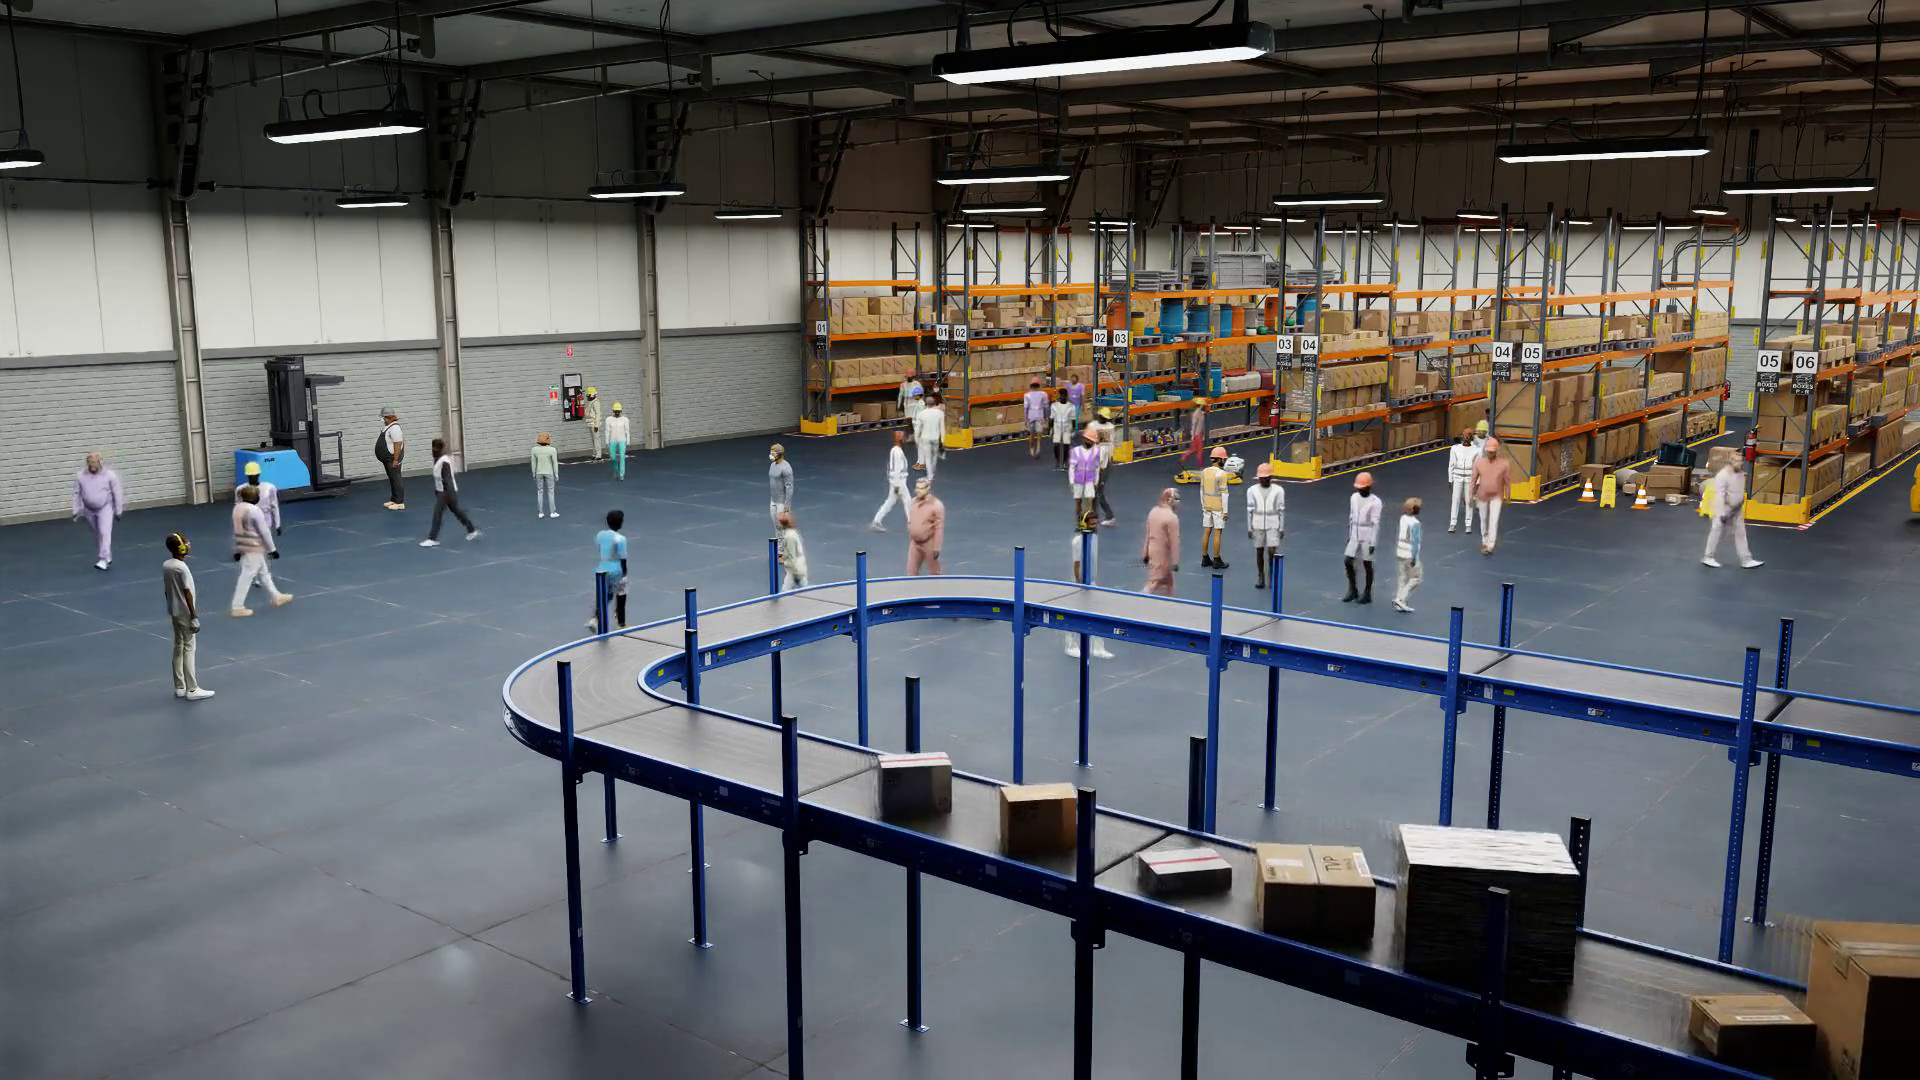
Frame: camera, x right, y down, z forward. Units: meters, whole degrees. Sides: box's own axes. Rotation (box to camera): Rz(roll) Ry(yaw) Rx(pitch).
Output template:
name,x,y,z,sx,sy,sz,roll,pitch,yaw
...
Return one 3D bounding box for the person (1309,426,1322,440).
name,x,y,z,sx,sy,sz,roll,pitch,yaw
person,8.930,-3.012,39.158,0.508,1.872,0.329,9,13,41

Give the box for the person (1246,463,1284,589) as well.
name,x,y,z,sx,sy,sz,roll,pitch,yaw
person,4.535,-0.207,23.285,0.557,1.902,0.566,3,11,17

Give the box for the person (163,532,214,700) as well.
name,x,y,z,sx,sy,sz,roll,pitch,yaw
person,-8.661,0.838,17.476,0.513,1.877,0.328,7,12,36

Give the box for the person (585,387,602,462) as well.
name,x,y,z,sx,sy,sz,roll,pitch,yaw
person,-8.963,-2.830,38.234,0.403,1.831,0.597,-5,11,-25

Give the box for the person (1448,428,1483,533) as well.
name,x,y,z,sx,sy,sz,roll,pitch,yaw
person,9.095,-1.073,28.210,0.573,1.882,0.356,4,11,22

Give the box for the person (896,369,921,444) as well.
name,x,y,z,sx,sy,sz,roll,pitch,yaw
person,-1.402,-3.581,42.004,0.671,1.996,0.799,7,12,33

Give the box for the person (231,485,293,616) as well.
name,x,y,z,sx,sy,sz,roll,pitch,yaw
person,-9.761,0.131,21.705,0.628,1.792,0.974,9,13,41

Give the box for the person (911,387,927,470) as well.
name,x,y,z,sx,sy,sz,roll,pitch,yaw
person,-0.950,-2.636,36.819,0.386,1.948,0.602,-2,10,-9

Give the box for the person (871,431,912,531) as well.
name,x,y,z,sx,sy,sz,roll,pitch,yaw
person,-1.153,-1.060,28.270,0.977,1.842,0.592,-2,10,-10

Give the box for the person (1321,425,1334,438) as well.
name,x,y,z,sx,sy,sz,roll,pitch,yaw
person,10.138,-3.711,43.169,0.626,1.845,0.429,9,13,41

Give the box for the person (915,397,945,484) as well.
name,x,y,z,sx,sy,sz,roll,pitch,yaw
person,-0.694,-2.223,34.625,0.656,1.896,0.957,-3,10,-14

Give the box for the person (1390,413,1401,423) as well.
name,x,y,z,sx,sy,sz,roll,pitch,yaw
person,13.159,-4.267,46.895,0.351,1.630,0.539,-4,11,-22

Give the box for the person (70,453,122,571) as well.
name,x,y,z,sx,sy,sz,roll,pitch,yaw
person,-13.692,-0.450,24.800,0.660,1.852,1.010,-1,10,-5

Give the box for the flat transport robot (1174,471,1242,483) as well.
name,x,y,z,sx,sy,sz,roll,pitch,yaw
flat transport robot,5.508,-1.405,34.730,1.431,0.197,0.652,1,10,3

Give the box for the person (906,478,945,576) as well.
name,x,y,z,sx,sy,sz,roll,pitch,yaw
person,-0.563,0.085,21.713,0.674,1.863,0.932,8,13,37

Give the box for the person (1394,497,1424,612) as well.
name,x,y,z,sx,sy,sz,roll,pitch,yaw
person,6.243,0.217,21.682,0.363,1.626,0.520,-2,10,-10

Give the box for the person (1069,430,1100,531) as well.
name,x,y,z,sx,sy,sz,roll,pitch,yaw
person,2.238,-1.040,28.053,0.592,1.857,0.993,-1,10,-4

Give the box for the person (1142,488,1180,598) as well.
name,x,y,z,sx,sy,sz,roll,pitch,yaw
person,2.674,0.213,21.091,0.941,1.855,0.675,-3,10,-15

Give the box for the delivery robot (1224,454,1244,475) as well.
name,x,y,z,sx,sy,sz,roll,pitch,yaw
delivery robot,6.195,-1.701,35.331,0.477,0.478,0.707,4,11,20

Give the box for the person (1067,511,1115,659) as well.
name,x,y,z,sx,sy,sz,roll,pitch,yaw
person,1.618,0.559,19.138,0.784,1.840,0.564,10,14,43

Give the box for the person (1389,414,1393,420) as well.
name,x,y,z,sx,sy,sz,roll,pitch,yaw
person,13.258,-4.649,48.181,0.656,1.941,1.027,8,13,39

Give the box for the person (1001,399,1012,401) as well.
name,x,y,z,sx,sy,sz,roll,pitch,yaw
person,1.405,-4.517,47.433,0.627,1.940,0.372,10,14,44

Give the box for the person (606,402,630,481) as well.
name,x,y,z,sx,sy,sz,roll,pitch,yaw
person,-7.625,-2.199,34.890,0.540,1.750,0.368,-1,10,-7

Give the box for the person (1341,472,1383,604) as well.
name,x,y,z,sx,sy,sz,roll,pitch,yaw
person,5.699,-0.028,22.237,0.629,1.908,0.576,-7,12,-36

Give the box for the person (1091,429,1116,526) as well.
name,x,y,z,sx,sy,sz,roll,pitch,yaw
person,2.581,-1.152,28.839,0.637,1.817,0.515,-2,10,-10

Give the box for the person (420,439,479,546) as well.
name,x,y,z,sx,sy,sz,roll,pitch,yaw
person,-8.865,-0.850,27.085,1.004,1.859,0.662,-6,11,-28

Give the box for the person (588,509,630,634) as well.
name,x,y,z,sx,sy,sz,roll,pitch,yaw
person,-4.512,0.429,20.306,0.542,1.675,0.553,8,13,37

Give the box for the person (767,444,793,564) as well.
name,x,y,z,sx,sy,sz,roll,pitch,yaw
person,-2.917,-0.600,25.383,0.354,1.937,0.635,-6,12,-31

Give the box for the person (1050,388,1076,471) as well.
name,x,y,z,sx,sy,sz,roll,pitch,yaw
person,2.376,-2.547,36.303,0.629,1.946,0.660,2,10,11

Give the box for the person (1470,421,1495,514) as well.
name,x,y,z,sx,sy,sz,roll,pitch,yaw
person,10.081,-1.415,30.346,0.588,1.812,0.417,1,10,3

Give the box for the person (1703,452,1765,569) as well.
name,x,y,z,sx,sy,sz,roll,pitch,yaw
person,12.275,-0.451,24.759,0.671,1.863,0.958,-5,11,-27

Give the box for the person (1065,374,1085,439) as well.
name,x,y,z,sx,sy,sz,roll,pitch,yaw
person,3.139,-3.695,43.232,0.588,1.791,0.988,6,12,31

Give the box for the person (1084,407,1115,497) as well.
name,x,y,z,sx,sy,sz,roll,pitch,yaw
person,2.894,-1.829,32.467,0.647,1.878,0.499,2,10,13

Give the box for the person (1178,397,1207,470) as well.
name,x,y,z,sx,sy,sz,roll,pitch,yaw
person,5.469,-2.478,36.519,0.758,1.728,0.524,5,11,26

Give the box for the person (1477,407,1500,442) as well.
name,x,y,z,sx,sy,sz,roll,pitch,yaw
person,11.633,-2.087,34.454,0.549,1.681,0.361,7,12,35

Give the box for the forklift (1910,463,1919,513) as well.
name,x,y,z,sx,sy,sz,roll,pitch,yaw
forklift,19.034,-1.348,28.998,2.313,2.155,1.214,8,13,37

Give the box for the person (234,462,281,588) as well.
name,x,y,z,sx,sy,sz,roll,pitch,yaw
person,-10.575,-0.237,23.517,0.608,1.873,1.018,-2,10,-9

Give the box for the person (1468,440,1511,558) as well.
name,x,y,z,sx,sy,sz,roll,pitch,yaw
person,8.791,-0.710,26.012,0.657,1.934,1.056,5,11,26

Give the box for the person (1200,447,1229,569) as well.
name,x,y,z,sx,sy,sz,roll,pitch,yaw
person,4.088,-0.525,24.972,0.368,1.932,0.551,-7,12,-35

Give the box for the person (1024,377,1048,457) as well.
name,x,y,z,sx,sy,sz,roll,pitch,yaw
person,1.887,-3.059,39.037,0.608,2.018,0.856,1,10,3

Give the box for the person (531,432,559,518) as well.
name,x,y,z,sx,sy,sz,roll,pitch,yaw
person,-7.912,-1.241,29.850,0.509,1.631,0.271,1,10,3

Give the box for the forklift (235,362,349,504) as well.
name,x,y,z,sx,sy,sz,roll,pitch,yaw
forklift,-13.803,-2.244,32.110,1.129,2.768,1.873,8,13,37

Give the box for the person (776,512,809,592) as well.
name,x,y,z,sx,sy,sz,roll,pitch,yaw
person,-2.205,0.420,20.611,0.831,1.586,0.519,1,10,4

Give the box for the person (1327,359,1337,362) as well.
name,x,y,z,sx,sy,sz,roll,pitch,yaw
person,12.660,-5.490,52.902,0.546,1.941,0.355,9,13,41

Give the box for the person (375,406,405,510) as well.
name,x,y,z,sx,sy,sz,roll,pitch,yaw
person,-11.270,-1.611,30.910,0.536,2.000,0.688,-6,12,-30

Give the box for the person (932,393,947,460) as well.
name,x,y,z,sx,sy,sz,roll,pitch,yaw
person,-0.553,-2.771,38.355,0.549,1.656,0.792,-4,11,-19
